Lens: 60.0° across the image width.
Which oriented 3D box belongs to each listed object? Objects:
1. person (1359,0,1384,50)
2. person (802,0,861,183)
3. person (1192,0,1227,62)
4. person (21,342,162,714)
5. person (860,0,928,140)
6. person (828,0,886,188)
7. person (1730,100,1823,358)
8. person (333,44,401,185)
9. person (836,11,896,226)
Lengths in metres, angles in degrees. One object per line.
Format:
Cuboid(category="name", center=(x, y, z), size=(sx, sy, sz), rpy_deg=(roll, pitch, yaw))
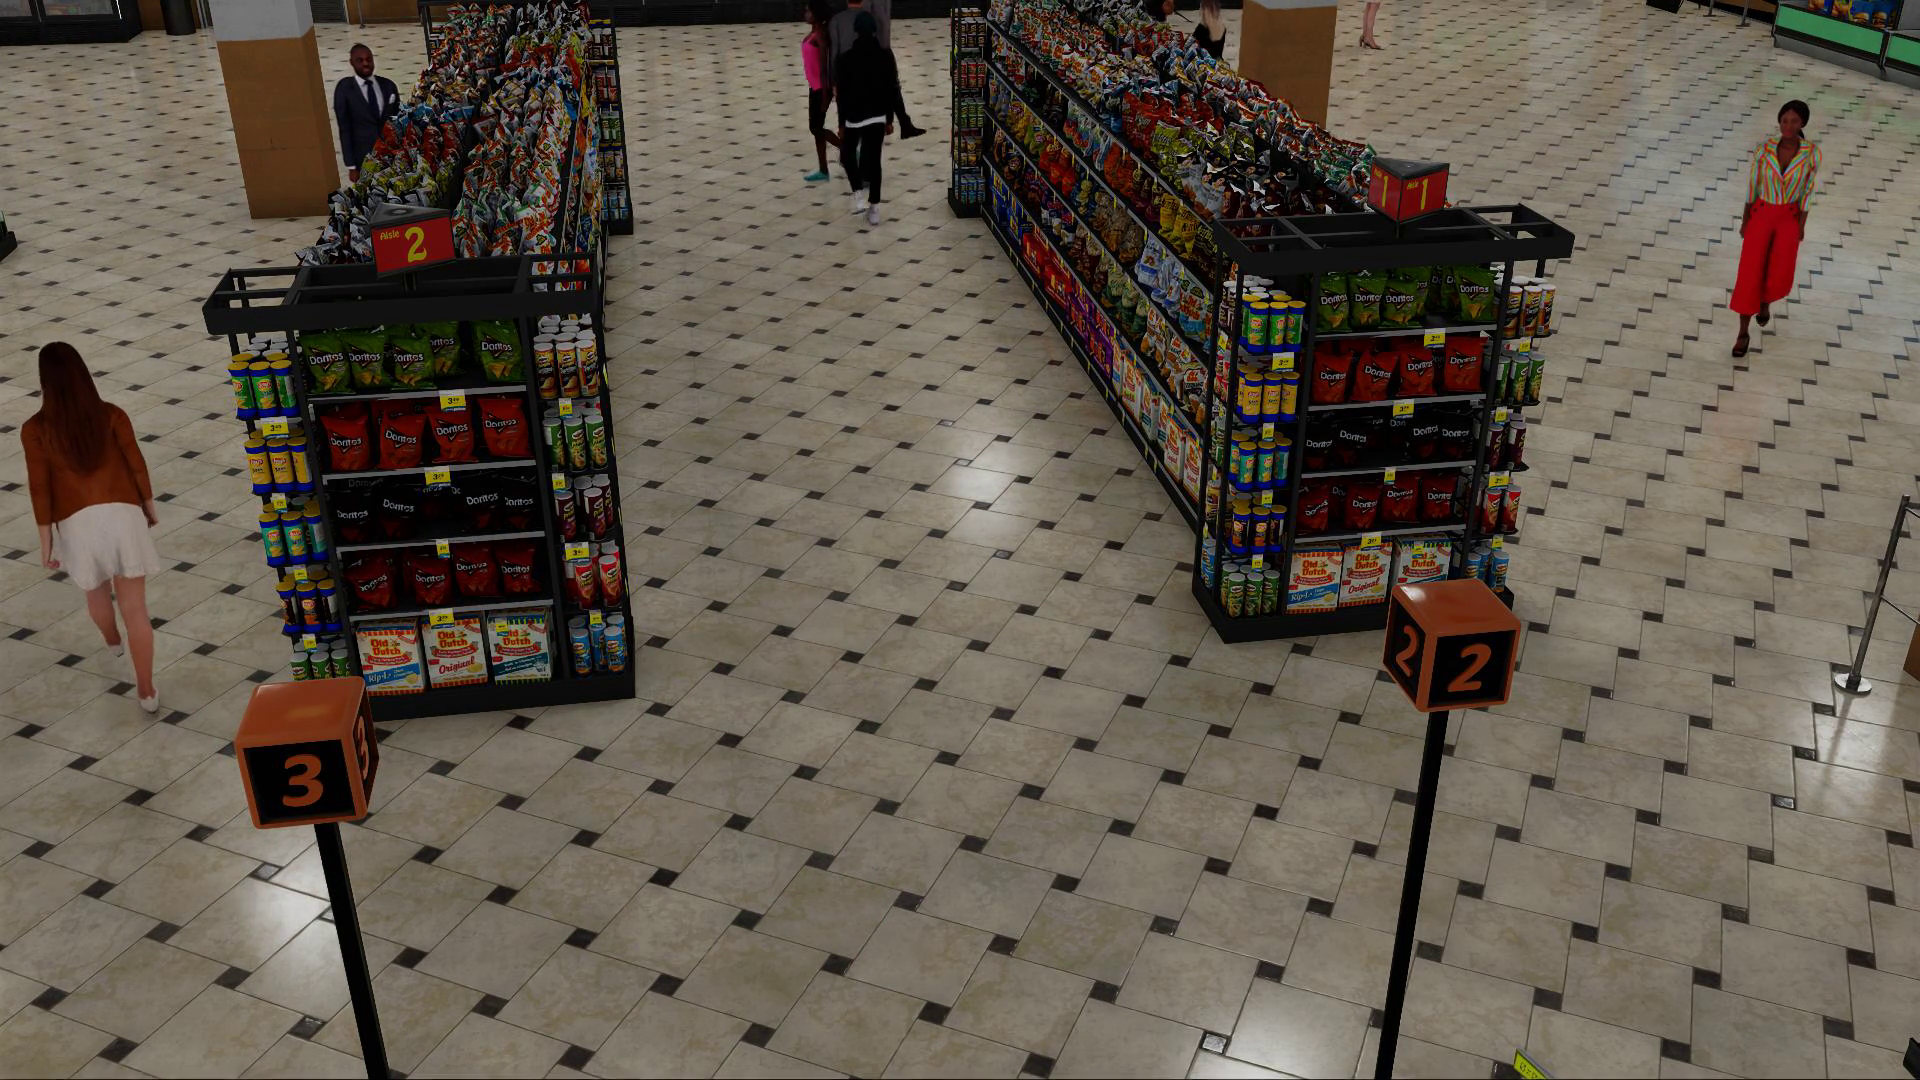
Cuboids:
Cuboid(category="person", center=(5.472, -7.371, 21.863), size=(0.683, 1.734, 0.523), rpy_deg=(-1, 27, -2))
Cuboid(category="person", center=(-1.225, -4.227, 15.685), size=(0.595, 1.712, 0.715), rpy_deg=(-5, 27, -9))
Cuboid(category="person", center=(2.408, -4.316, 15.916), size=(1.012, 1.664, 0.931), rpy_deg=(20, 33, 34))
Cuboid(category="person", center=(-3.798, -0.003, 7.390), size=(0.863, 1.682, 1.142), rpy_deg=(-14, 30, -25))
Cuboid(category="person", center=(-0.953, -5.056, 17.153), size=(1.219, 1.865, 1.160), rpy_deg=(17, 32, 31))
Cuboid(category="person", center=(-0.948, -4.231, 15.558), size=(0.762, 1.835, 1.063), rpy_deg=(-1, 27, -3))
Cuboid(category="person", center=(5.631, -2.148, 11.512), size=(0.841, 1.780, 0.934), rpy_deg=(13, 30, 24))
Cuboid(category="person", center=(-4.590, -2.976, 13.097), size=(0.786, 1.824, 0.782), rpy_deg=(-20, 33, -33))
Cuboid(category="person", center=(-0.807, -3.615, 14.378), size=(0.684, 1.805, 0.638), rpy_deg=(-6, 28, -12))
